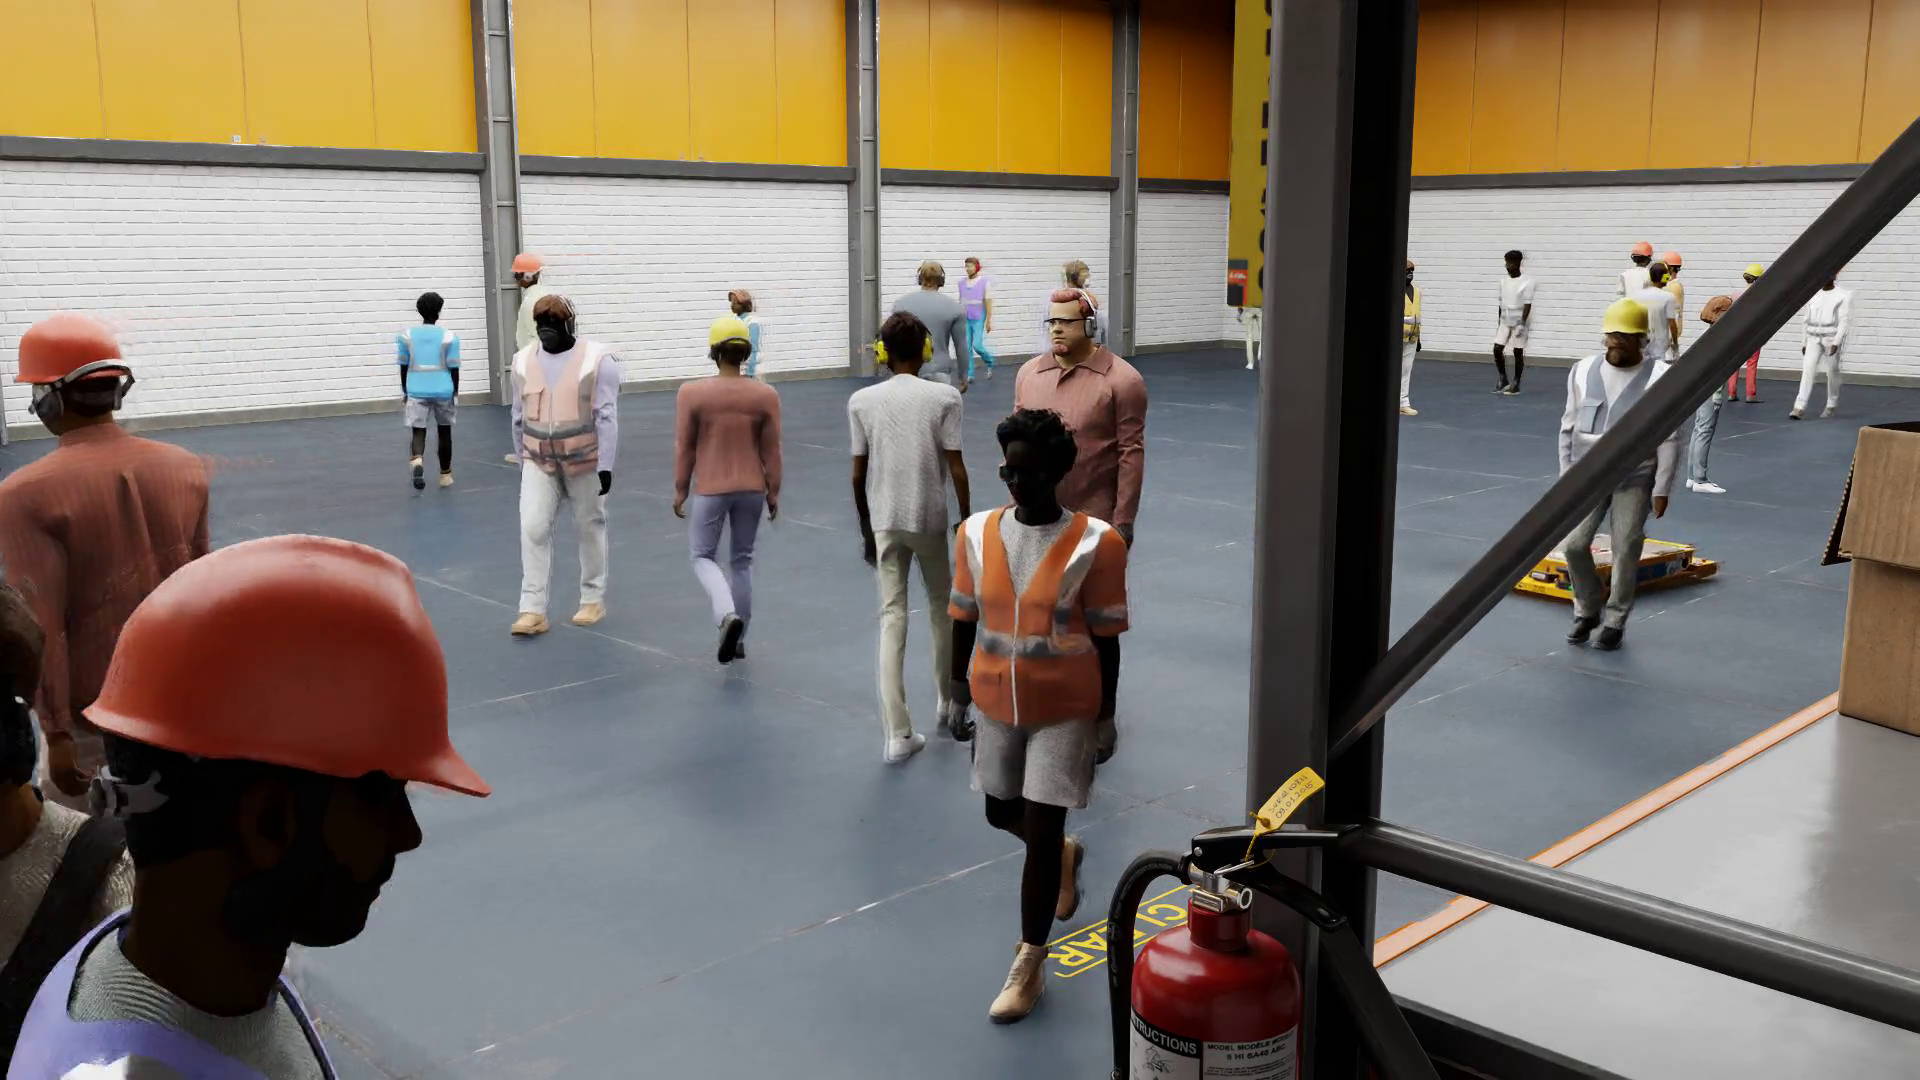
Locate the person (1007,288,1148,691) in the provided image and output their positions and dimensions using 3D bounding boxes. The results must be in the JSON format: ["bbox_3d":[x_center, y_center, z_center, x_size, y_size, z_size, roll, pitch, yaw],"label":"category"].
[{"bbox_3d":[0.474,-0.134,7.244,0.647,1.908,0.409,6,12,30],"label":"person"}]

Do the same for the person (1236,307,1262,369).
[{"bbox_3d":[4.685,-3.641,26.492,0.549,1.861,0.480,1,10,5],"label":"person"}]

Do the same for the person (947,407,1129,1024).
[{"bbox_3d":[0.239,0.443,4.739,0.538,1.671,0.735,5,12,27],"label":"person"}]

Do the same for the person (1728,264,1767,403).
[{"bbox_3d":[10.079,-2.634,21.254,0.315,1.770,0.524,-6,12,-31],"label":"person"}]

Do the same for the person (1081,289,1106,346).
[{"bbox_3d":[1.244,-1.700,16.627,0.513,1.595,0.624,-8,13,-36],"label":"person"}]

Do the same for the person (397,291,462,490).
[{"bbox_3d":[-4.411,-1.228,13.840,0.531,1.669,0.660,-2,11,-9],"label":"person"}]

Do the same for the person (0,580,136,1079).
[{"bbox_3d":[-1.071,0.930,1.707,0.526,1.803,0.910,4,11,20],"label":"person"}]

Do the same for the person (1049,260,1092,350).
[{"bbox_3d":[1.120,-1.720,15.923,0.991,1.889,0.640,3,11,17],"label":"person"}]

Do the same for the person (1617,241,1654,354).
[{"bbox_3d":[9.047,-2.941,22.164,0.368,2.047,0.609,-8,13,-36],"label":"person"}]

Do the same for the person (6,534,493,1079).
[{"bbox_3d":[-0.653,0.949,1.349,0.624,1.901,0.619,-4,11,-22],"label":"person"}]

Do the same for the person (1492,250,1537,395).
[{"bbox_3d":[7.376,-2.892,22.194,0.522,1.940,0.606,-8,13,-36],"label":"person"}]

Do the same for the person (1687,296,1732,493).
[{"bbox_3d":[6.278,-1.216,13.883,0.279,1.634,0.499,3,11,14],"label":"person"}]

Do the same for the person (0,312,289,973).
[{"bbox_3d":[-2.173,0.382,4.364,1.039,1.946,0.617,6,12,31],"label":"person"}]

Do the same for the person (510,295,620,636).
[{"bbox_3d":[-2.144,-0.385,8.879,0.630,1.814,0.816,1,10,5],"label":"person"}]

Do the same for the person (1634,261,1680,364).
[{"bbox_3d":[7.503,-2.065,17.919,0.408,1.848,0.524,-6,12,-29],"label":"person"}]

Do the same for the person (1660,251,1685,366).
[{"bbox_3d":[8.473,-2.482,19.964,0.357,1.938,0.542,3,11,17],"label":"person"}]

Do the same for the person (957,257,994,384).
[{"bbox_3d":[0.216,-3.163,23.964,0.570,1.829,0.532,8,13,37],"label":"person"}]

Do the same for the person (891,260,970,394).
[{"bbox_3d":[-0.242,-1.419,14.207,0.667,1.919,0.646,1,10,7],"label":"person"}]

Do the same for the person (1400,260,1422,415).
[{"bbox_3d":[5.224,-2.381,19.672,0.627,1.844,0.429,-6,12,-30],"label":"person"}]

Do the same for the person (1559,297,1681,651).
[{"bbox_3d":[3.346,-0.325,8.515,0.624,1.815,0.460,8,13,38],"label":"person"}]

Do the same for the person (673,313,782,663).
[{"bbox_3d":[-1.131,-0.241,8.238,0.544,1.749,0.567,-4,11,-22],"label":"person"}]

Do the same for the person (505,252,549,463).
[{"bbox_3d":[-3.921,-1.704,15.615,0.706,1.977,0.628,0,10,0],"label":"person"}]

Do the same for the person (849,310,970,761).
[{"bbox_3d":[-0.160,-0.046,7.022,0.583,1.813,0.935,2,11,11],"label":"person"}]

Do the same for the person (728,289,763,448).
[{"bbox_3d":[-2.092,-1.581,15.913,0.515,1.618,0.555,-7,12,-33],"label":"person"}]

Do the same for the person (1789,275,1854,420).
[{"bbox_3d":[10.014,-2.299,19.269,1.028,1.823,0.580,-8,13,-39],"label":"person"}]

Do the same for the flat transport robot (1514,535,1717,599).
[{"bbox_3d":[3.931,0.146,10.176,1.431,0.197,0.652,-7,13,-34],"label":"flat transport robot"}]
